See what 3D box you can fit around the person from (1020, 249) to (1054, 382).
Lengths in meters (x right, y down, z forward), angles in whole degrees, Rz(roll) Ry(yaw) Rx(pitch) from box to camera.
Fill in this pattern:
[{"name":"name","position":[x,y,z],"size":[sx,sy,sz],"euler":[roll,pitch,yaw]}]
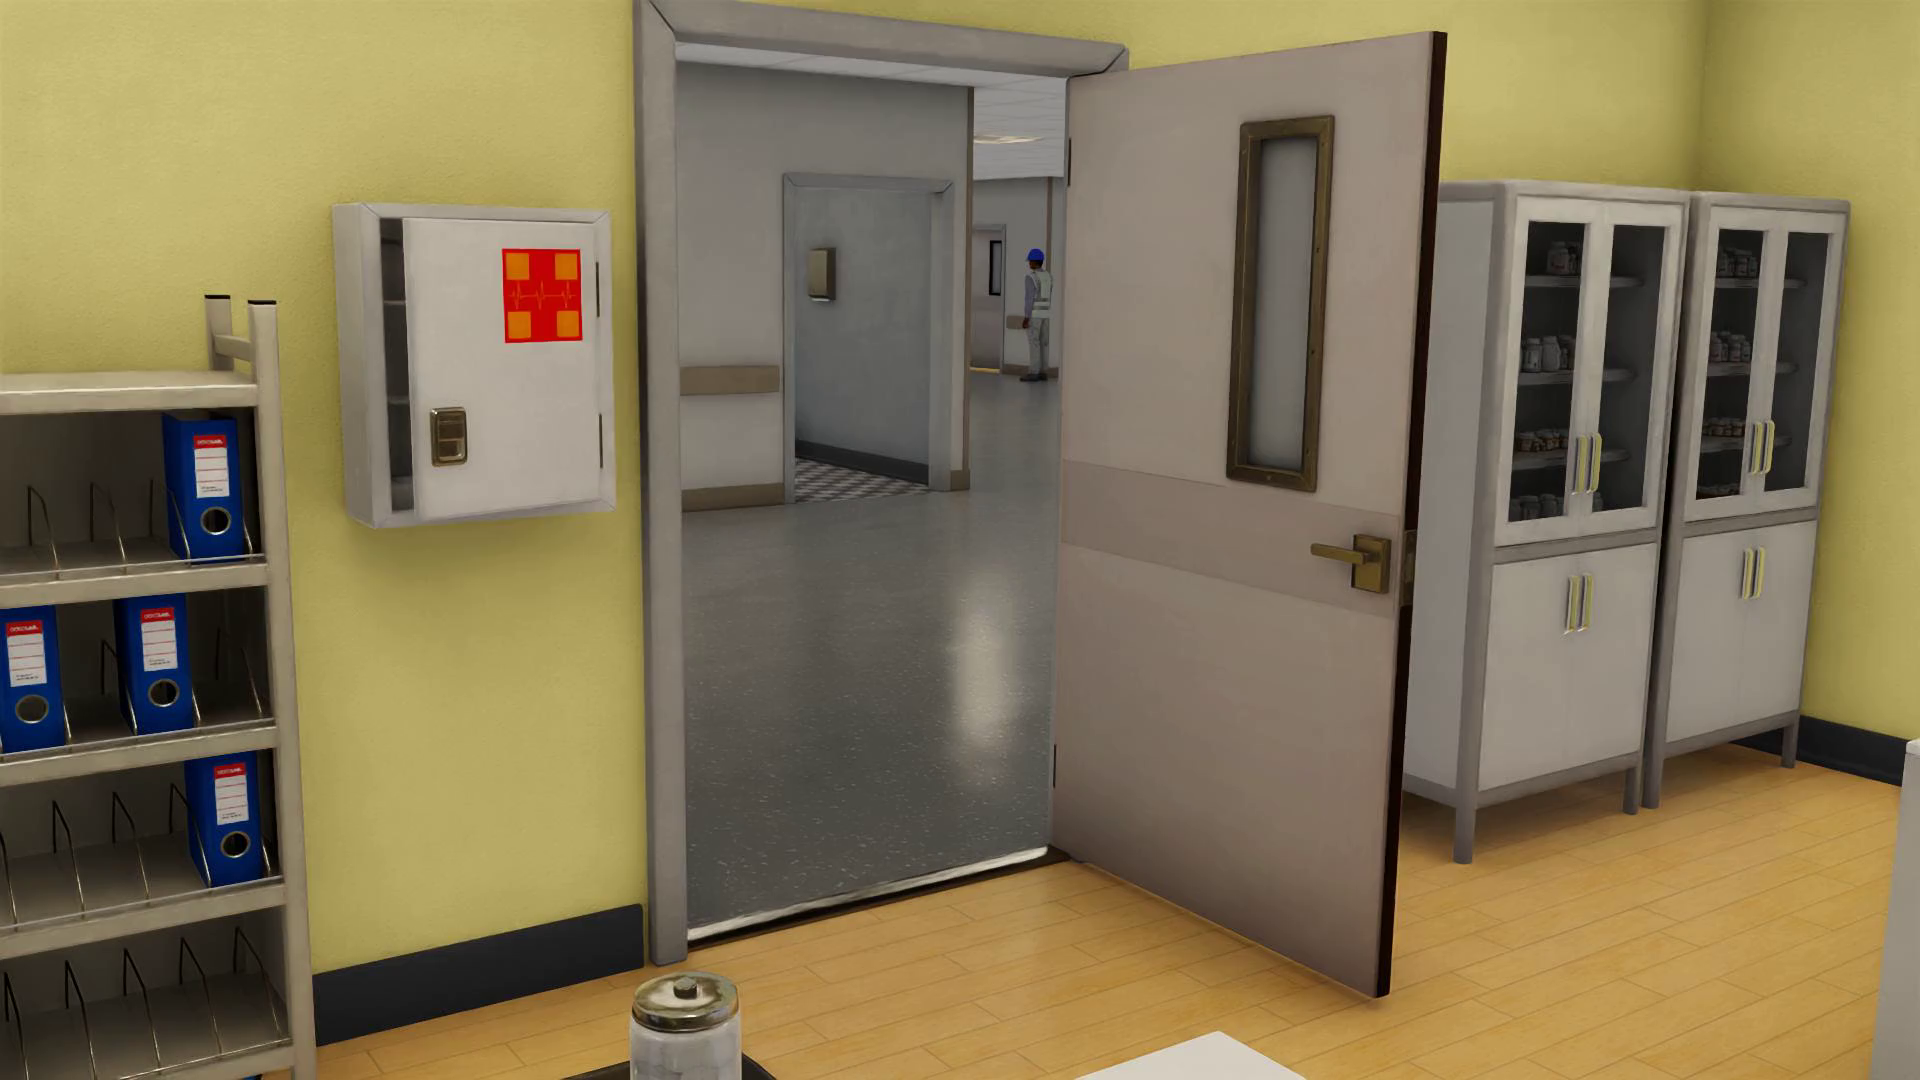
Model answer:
[{"name":"person","position":[1.124,-3.302,24.471],"size":[0.399,1.946,0.605],"euler":[7,12,35]}]
